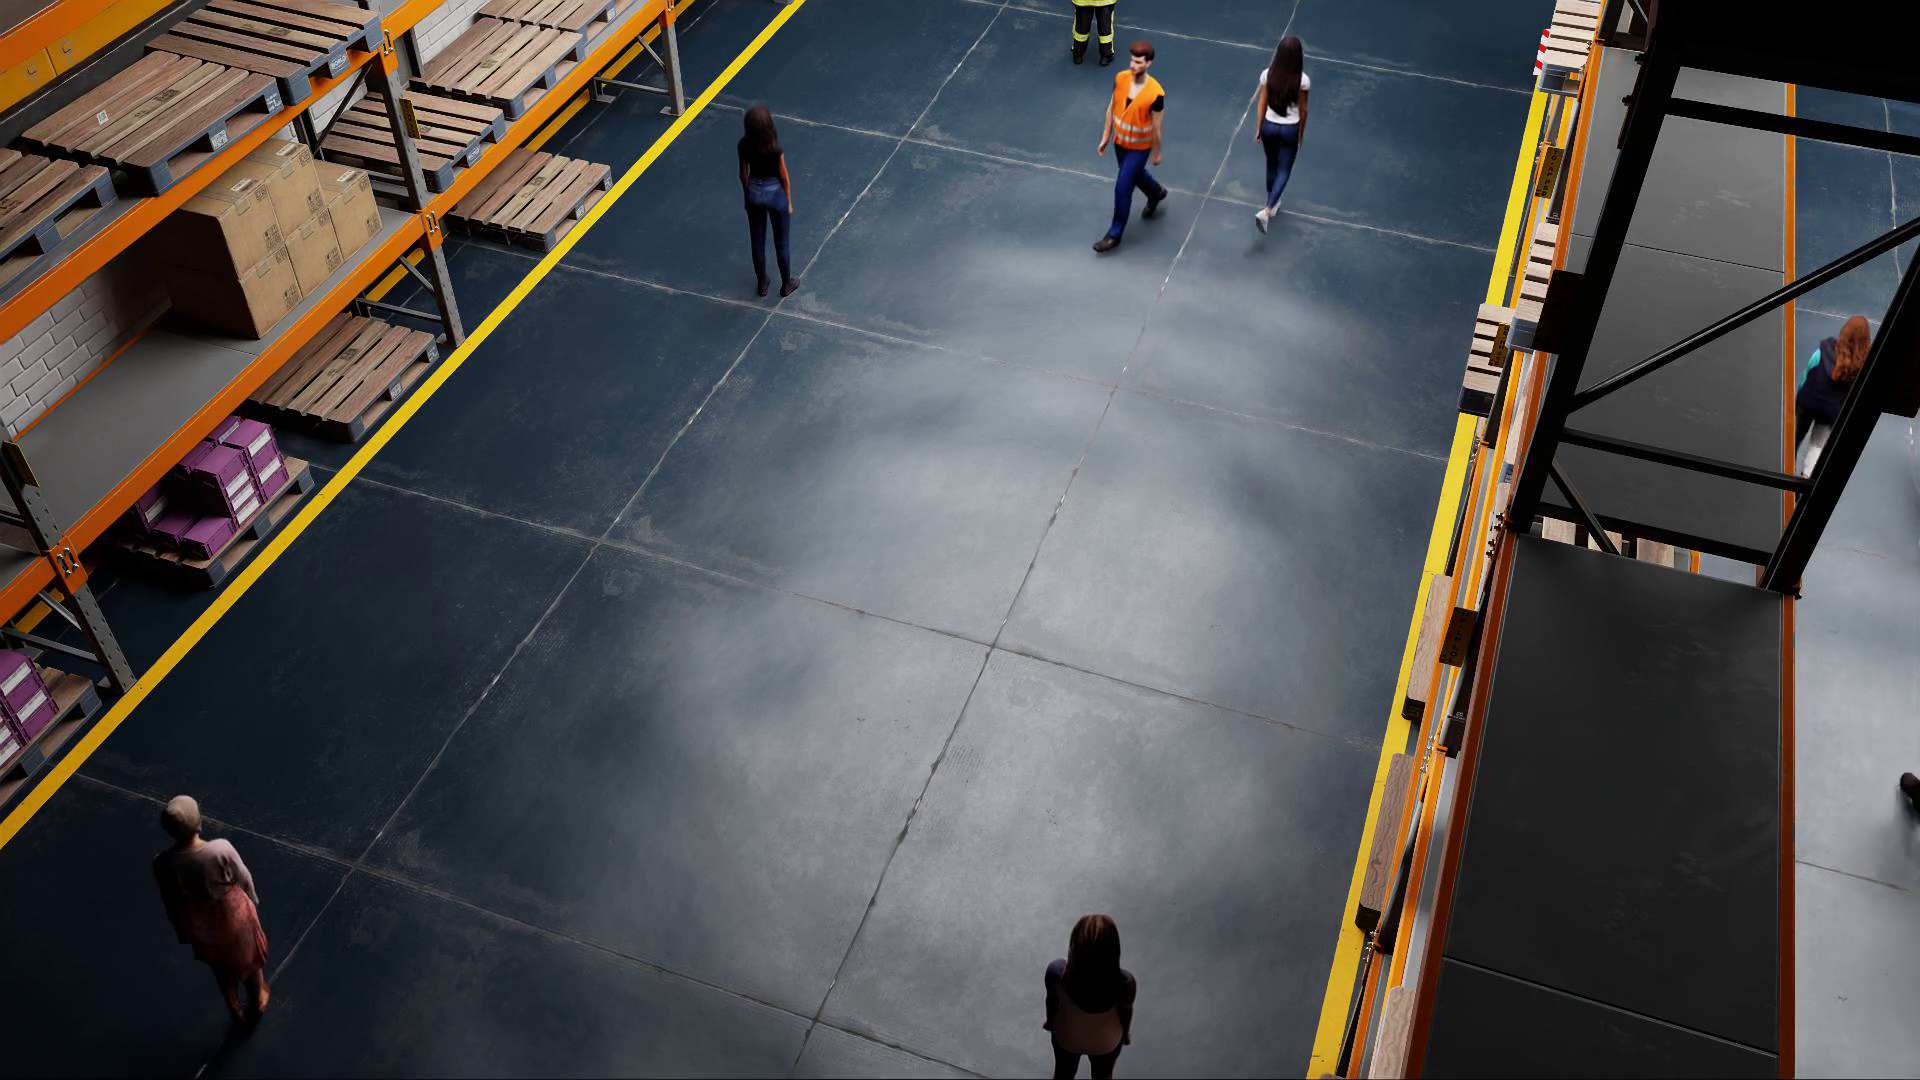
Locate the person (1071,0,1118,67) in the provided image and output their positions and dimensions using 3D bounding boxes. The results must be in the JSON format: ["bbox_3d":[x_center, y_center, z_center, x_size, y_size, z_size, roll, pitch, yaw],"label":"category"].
[{"bbox_3d":[1.352,-5.640,16.582,0.783,1.860,0.728,8,44,9],"label":"person"}]

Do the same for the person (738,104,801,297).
[{"bbox_3d":[-1.588,-2.775,13.664,0.591,1.736,0.576,6,44,7],"label":"person"}]

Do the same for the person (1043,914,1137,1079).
[{"bbox_3d":[0.626,2.433,8.206,0.629,1.724,0.591,8,44,8],"label":"person"}]

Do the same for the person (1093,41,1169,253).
[{"bbox_3d":[1.544,-3.438,14.277,1.310,1.850,1.070,-29,51,-27],"label":"person"}]

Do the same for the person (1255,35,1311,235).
[{"bbox_3d":[2.740,-3.468,14.380,0.634,1.752,1.011,17,46,17],"label":"person"}]

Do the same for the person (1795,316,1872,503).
[{"bbox_3d":[6.167,-0.926,11.906,0.621,1.484,0.877,18,47,18],"label":"person"}]

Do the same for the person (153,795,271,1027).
[{"bbox_3d":[-3.851,2.032,8.662,0.747,1.676,0.806,-13,45,-13],"label":"person"}]
